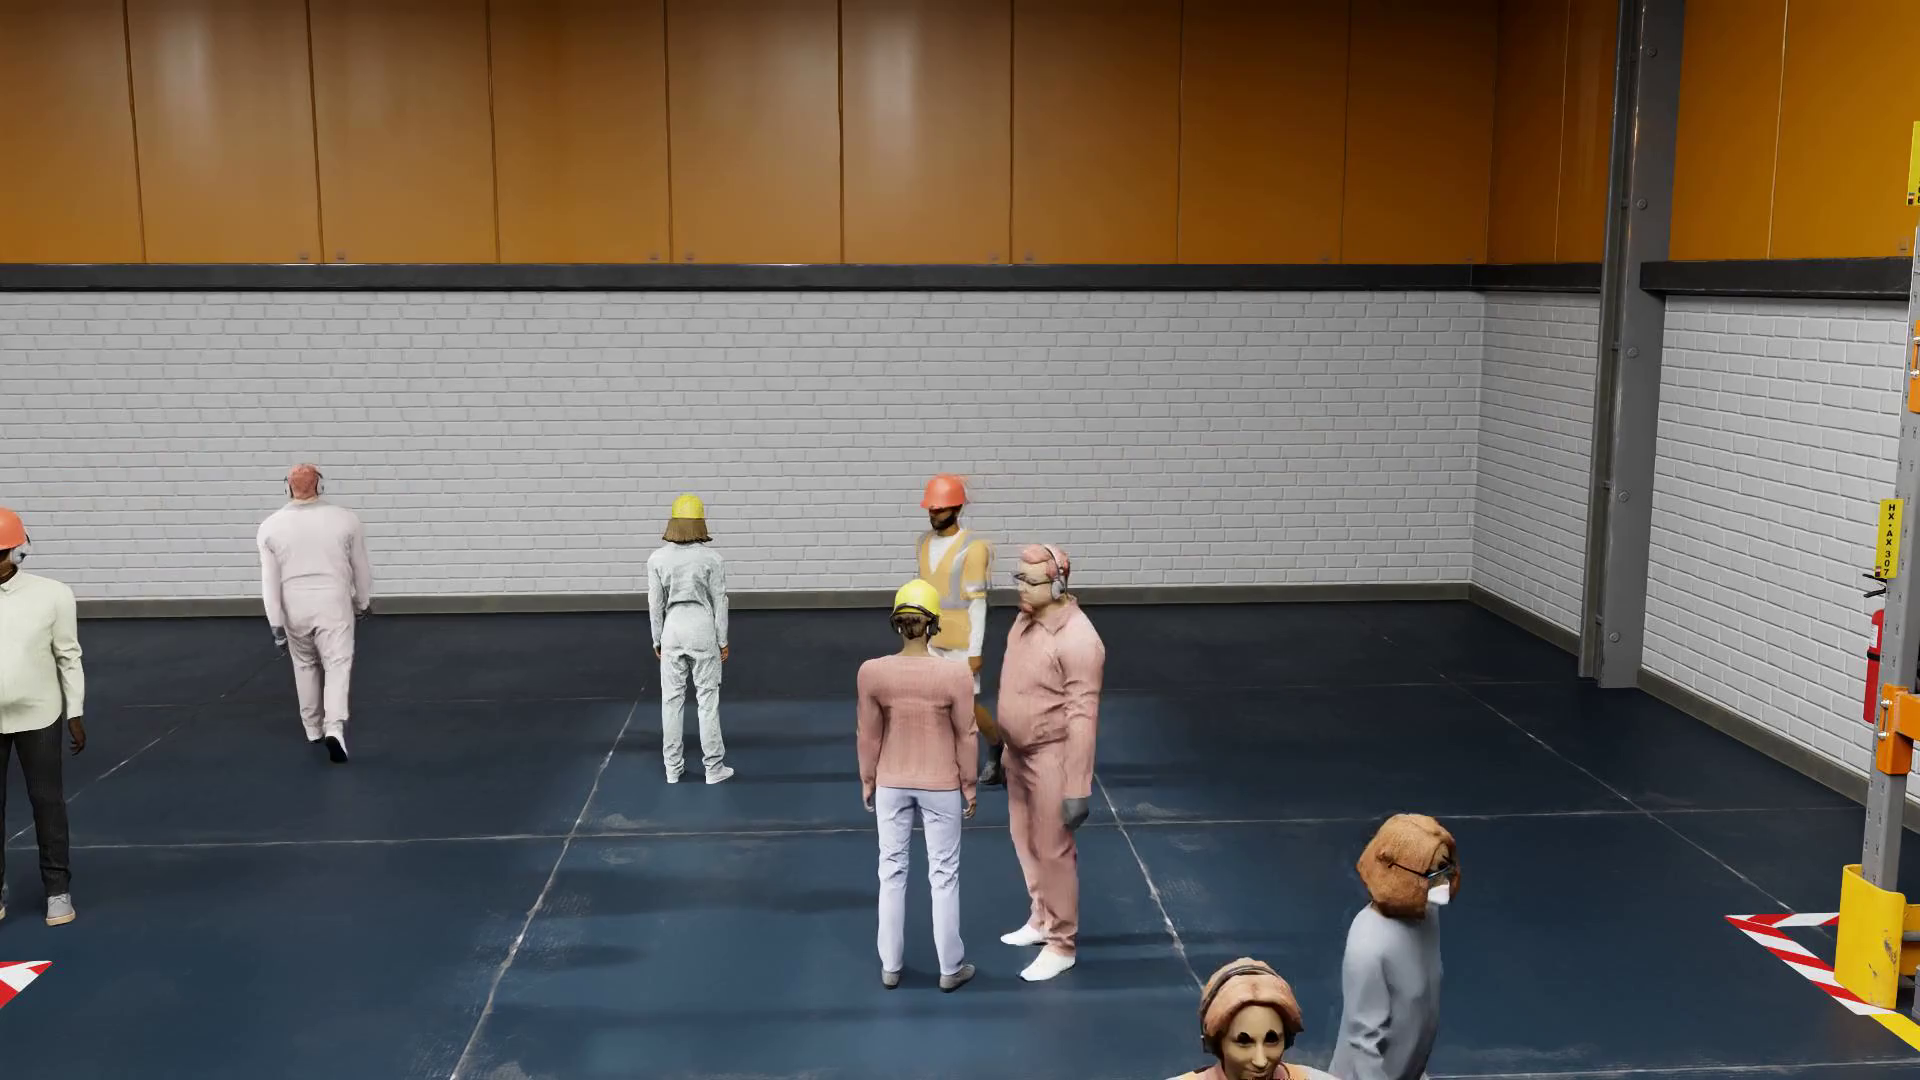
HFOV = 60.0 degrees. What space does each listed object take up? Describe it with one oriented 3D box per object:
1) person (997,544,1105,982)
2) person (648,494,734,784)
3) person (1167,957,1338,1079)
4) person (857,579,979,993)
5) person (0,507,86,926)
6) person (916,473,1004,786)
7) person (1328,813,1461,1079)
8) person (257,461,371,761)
[{"bbox_3d":[0.364,0.955,7.222,0.431,1.901,0.703,-4,10,-23],"label":"person"},{"bbox_3d":[-1.606,0.593,9.941,0.484,1.740,0.304,1,9,9],"label":"person"},{"bbox_3d":[0.583,1.667,3.514,0.528,1.636,0.312,-2,9,-14],"label":"person"},{"bbox_3d":[-0.172,1.043,7.057,0.523,1.760,0.333,2,9,13],"label":"person"},{"bbox_3d":[-4.390,0.825,7.697,0.611,1.990,0.392,-3,10,-20],"label":"person"},{"bbox_3d":[-0.054,0.547,9.714,0.556,1.909,0.872,9,12,43],"label":"person"},{"bbox_3d":[1.244,1.526,4.487,0.712,1.602,0.521,7,12,38],"label":"person"},{"bbox_3d":[-4.071,0.438,10.510,0.630,1.873,0.930,-2,9,-12],"label":"person"}]
